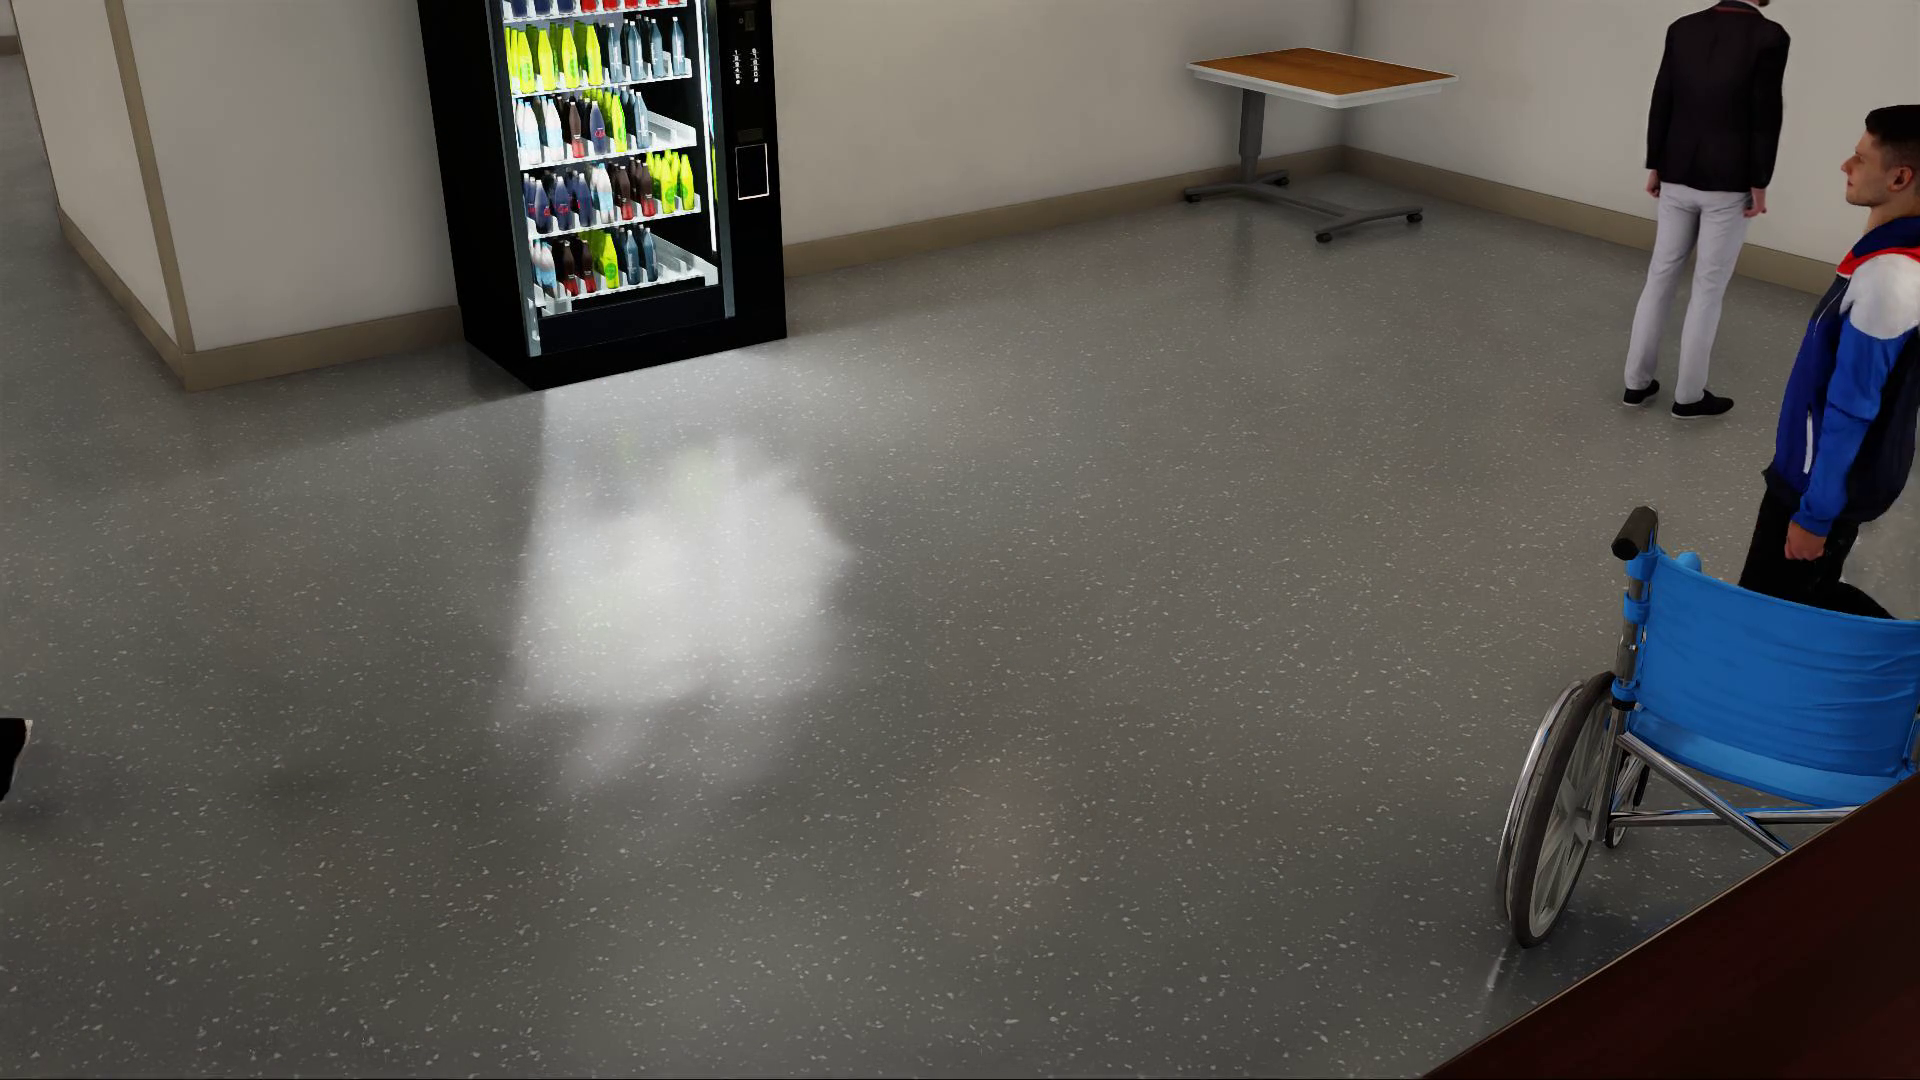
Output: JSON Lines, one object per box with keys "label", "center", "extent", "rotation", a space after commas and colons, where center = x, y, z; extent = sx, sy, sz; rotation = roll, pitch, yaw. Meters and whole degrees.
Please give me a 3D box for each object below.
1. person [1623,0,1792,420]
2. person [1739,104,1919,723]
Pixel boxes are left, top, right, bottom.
{"label": "person", "center": [2.879, -1.383, 6.435], "extent": [0.542, 1.837, 0.654], "rotation": [-18, 31, -32]}
{"label": "person", "center": [2.169, -0.129, 3.947], "extent": [0.910, 1.739, 0.984], "rotation": [17, 30, 31]}
